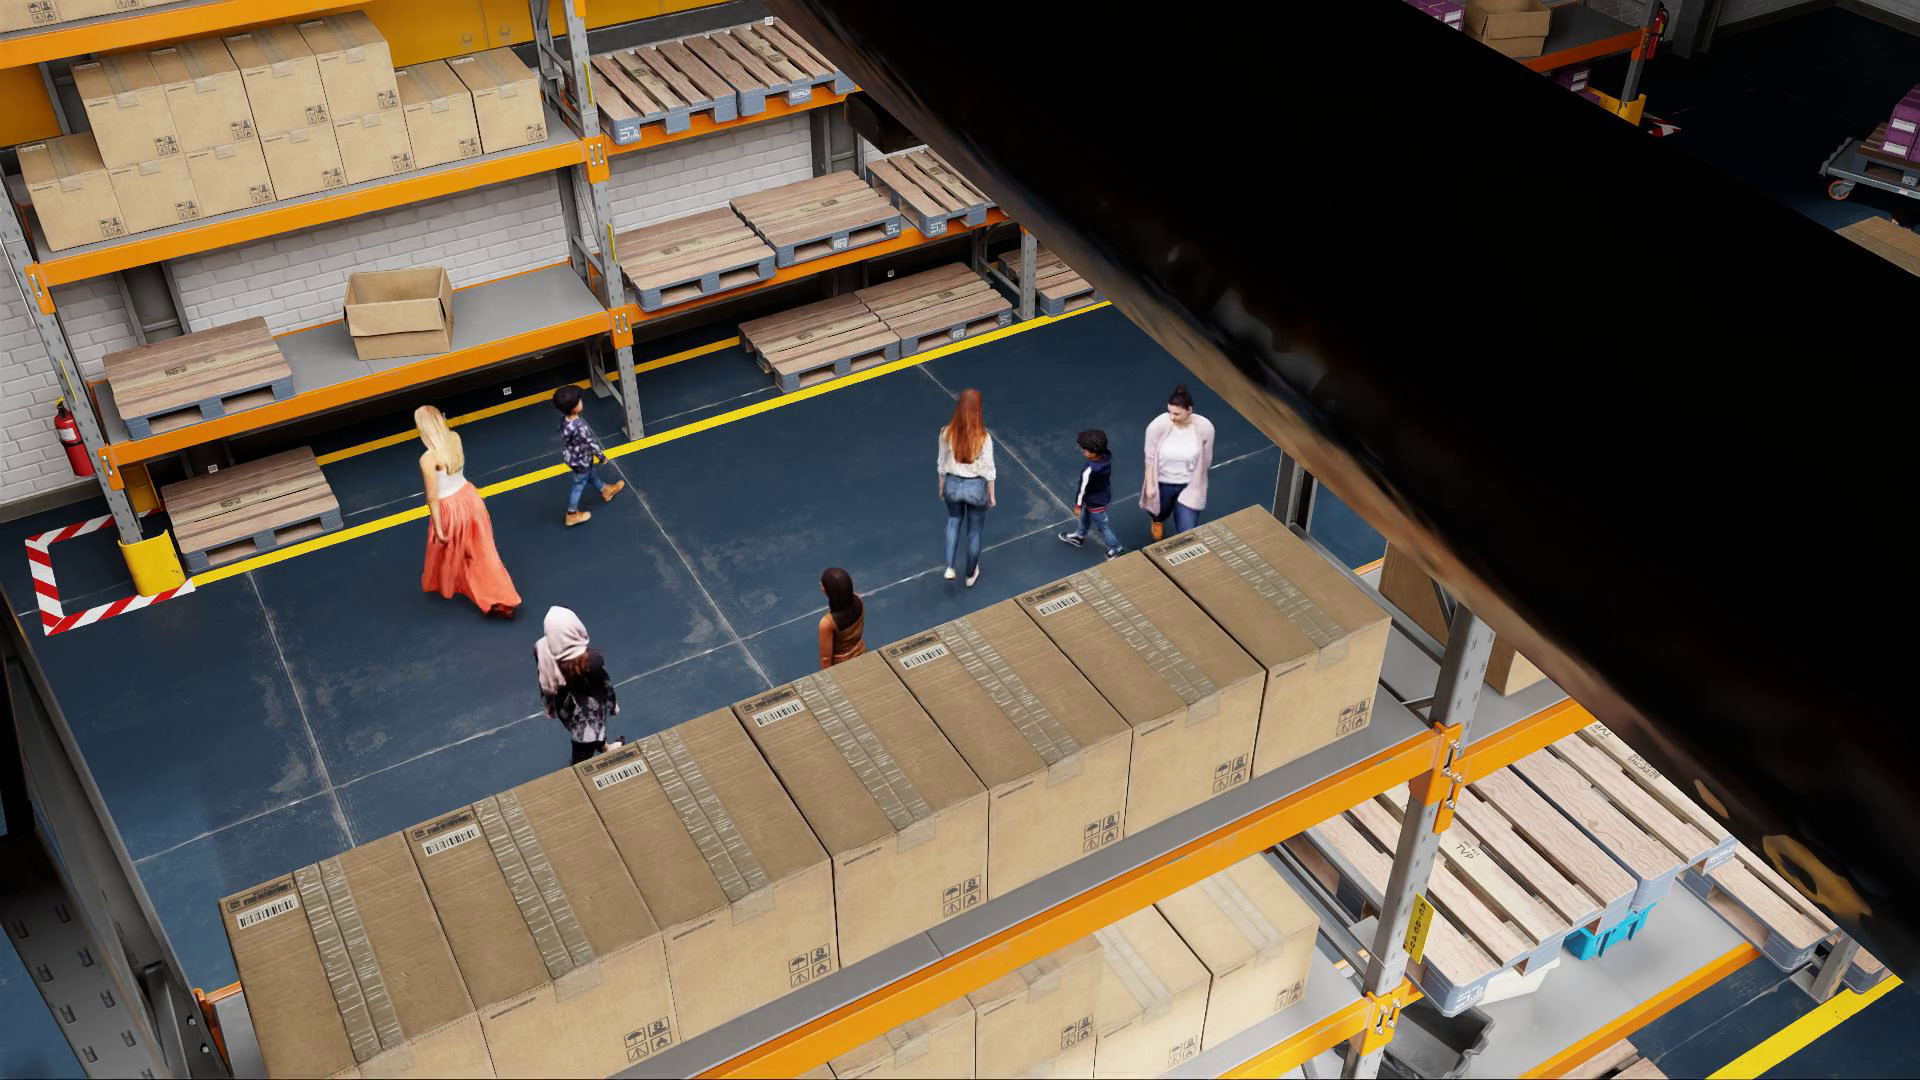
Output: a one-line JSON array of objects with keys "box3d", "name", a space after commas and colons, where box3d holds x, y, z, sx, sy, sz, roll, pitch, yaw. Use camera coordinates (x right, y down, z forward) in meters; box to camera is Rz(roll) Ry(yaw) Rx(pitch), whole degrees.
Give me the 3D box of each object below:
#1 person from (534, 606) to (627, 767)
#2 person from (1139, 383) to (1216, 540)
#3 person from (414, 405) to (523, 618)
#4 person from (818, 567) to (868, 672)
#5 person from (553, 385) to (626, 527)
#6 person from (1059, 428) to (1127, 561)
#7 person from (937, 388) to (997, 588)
[{"box3d": [-2.467, 1.132, 10.647, 1.091, 1.595, 1.188, 11, 40, 13], "name": "person"}, {"box3d": [1.629, -0.507, 12.601, 1.105, 1.718, 1.110, 3, 39, 4], "name": "person"}, {"box3d": [-3.585, -0.172, 12.155, 1.137, 1.751, 1.183, 14, 41, 17], "name": "person"}, {"box3d": [-0.753, 0.850, 10.928, 0.696, 1.683, 0.584, 22, 44, 25], "name": "person"}, {"box3d": [-3.061, -0.643, 13.171, 0.854, 1.218, 0.583, -27, 46, -29], "name": "person"}, {"box3d": [1.092, -0.320, 12.786, 0.853, 1.195, 0.864, 20, 43, 23], "name": "person"}, {"box3d": [0.019, -0.325, 12.372, 0.779, 1.718, 0.840, 11, 40, 14], "name": "person"}]
